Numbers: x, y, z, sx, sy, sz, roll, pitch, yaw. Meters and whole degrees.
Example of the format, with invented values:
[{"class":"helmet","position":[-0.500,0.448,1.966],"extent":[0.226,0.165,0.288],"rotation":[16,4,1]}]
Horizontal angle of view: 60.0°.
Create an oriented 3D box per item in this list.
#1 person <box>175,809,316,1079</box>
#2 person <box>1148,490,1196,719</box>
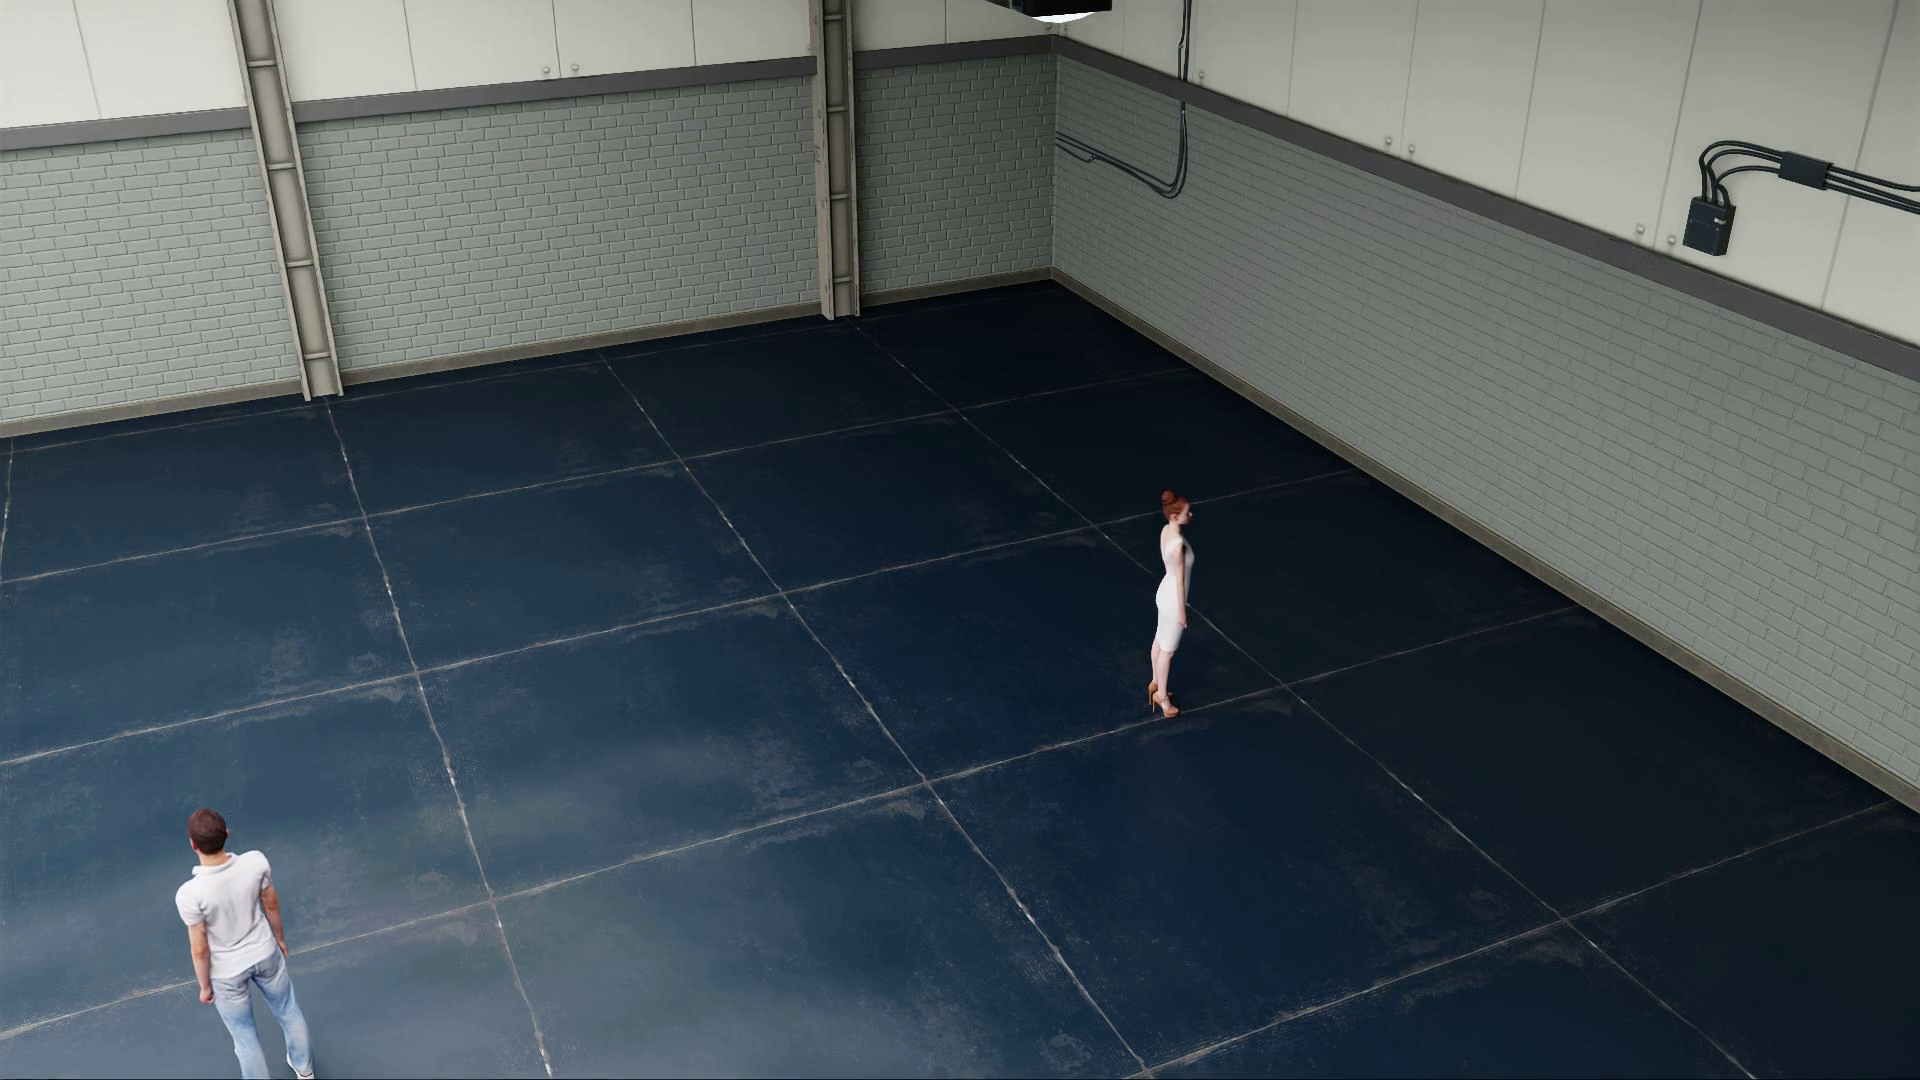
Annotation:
[{"class":"person","position":[-3.713,2.188,8.628],"extent":[0.787,1.850,0.649],"rotation":[20,33,34]},{"class":"person","position":[1.521,0.459,12.050],"extent":[0.588,1.793,0.621],"rotation":[-2,27,-4]}]
